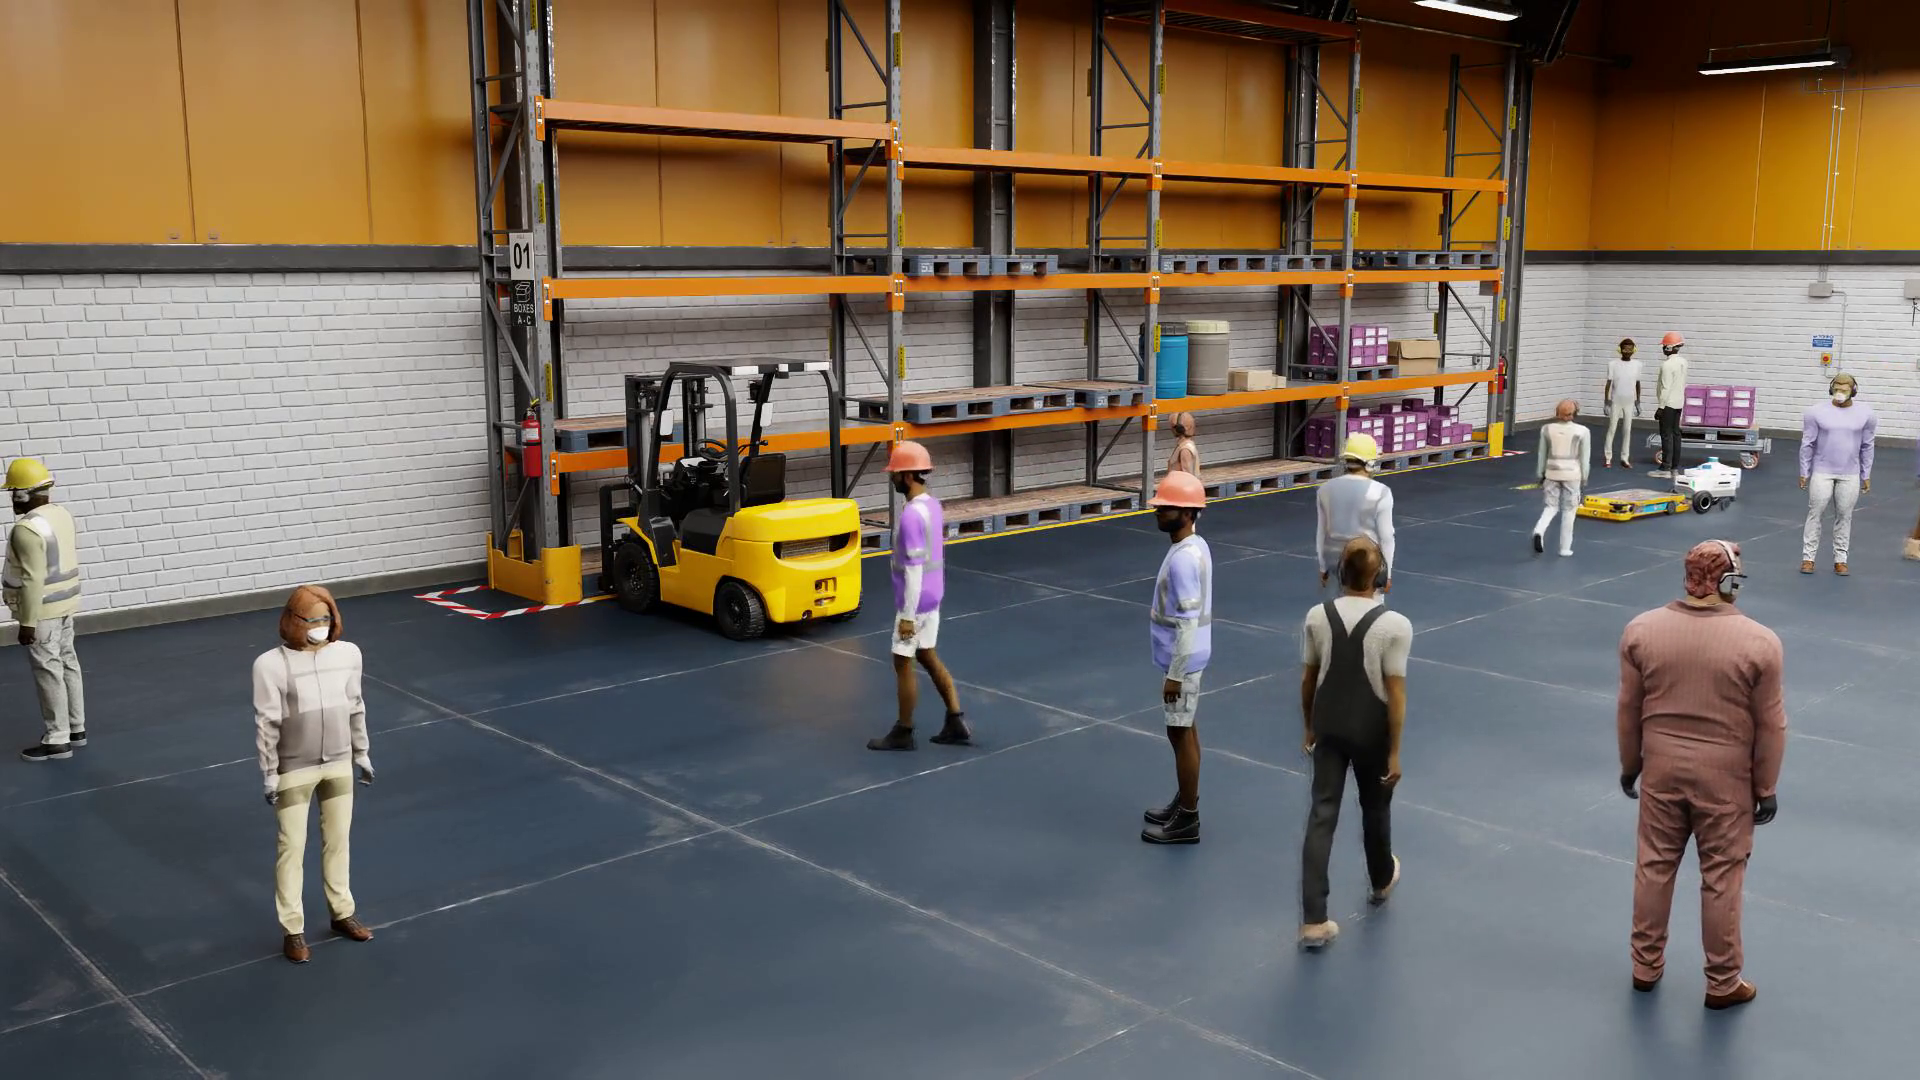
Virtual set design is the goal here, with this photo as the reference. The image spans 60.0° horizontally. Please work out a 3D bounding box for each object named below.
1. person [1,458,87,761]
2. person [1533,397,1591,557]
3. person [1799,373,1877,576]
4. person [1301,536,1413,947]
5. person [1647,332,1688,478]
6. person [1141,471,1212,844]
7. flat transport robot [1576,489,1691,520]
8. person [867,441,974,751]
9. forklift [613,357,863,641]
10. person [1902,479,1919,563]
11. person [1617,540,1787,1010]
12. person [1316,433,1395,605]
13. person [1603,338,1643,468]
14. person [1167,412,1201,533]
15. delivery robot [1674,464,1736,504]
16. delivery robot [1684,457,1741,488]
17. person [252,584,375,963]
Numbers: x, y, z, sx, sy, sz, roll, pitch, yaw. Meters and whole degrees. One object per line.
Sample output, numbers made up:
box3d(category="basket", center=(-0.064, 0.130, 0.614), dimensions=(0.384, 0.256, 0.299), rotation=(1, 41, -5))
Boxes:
box3d(category="person", center=(-5.558, 0.414, 10.072), dimensions=(0.404, 1.828, 0.603), rotation=(-1, 10, -7))
box3d(category="person", center=(6.036, -0.615, 16.699), dimensions=(0.518, 1.626, 0.526), rotation=(9, 13, 42))
box3d(category="person", center=(8.337, -0.625, 15.842), dimensions=(0.635, 1.936, 0.350), rotation=(4, 10, 20))
box3d(category="person", center=(1.773, 0.874, 7.496), dimensions=(0.525, 1.788, 1.024), rotation=(6, 11, 32))
box3d(category="person", center=(9.742, -1.852, 22.854), dimensions=(0.611, 1.996, 0.379), rotation=(-9, 13, -43))
box3d(category="person", center=(1.120, 0.606, 8.619), dimensions=(0.349, 1.940, 0.551), rotation=(2, 10, 11))
box3d(category="flat transport robot", center=(7.896, -0.427, 19.556), dimensions=(1.431, 0.197, 0.652), rotation=(-7, 12, -35))
box3d(category="person", center=(-0.248, 0.359, 10.172), dimensions=(0.519, 1.947, 0.555), rotation=(2, 10, 13))
box3d(category="forklift", center=(-1.847, -0.414, 13.852), dimensions=(1.214, 2.155, 2.313), rotation=(-9, 13, -42))
box3d(category="person", center=(9.684, -0.696, 16.130), dimensions=(0.623, 1.983, 1.029), rotation=(-5, 11, -25))
box3d(category="person", center=(3.010, 0.943, 6.768), dimensions=(0.637, 1.904, 0.403), rotation=(8, 13, 41))
box3d(category="person", center=(2.725, 0.168, 11.572), dimensions=(0.592, 1.816, 0.546), rotation=(10, 14, 44))
box3d(category="person", center=(9.516, -1.961, 23.878), dimensions=(0.533, 1.864, 0.310), rotation=(1, 10, 6))
box3d(category="person", center=(2.024, -0.343, 15.066), dimensions=(0.312, 1.636, 0.518), rotation=(1, 10, 7))
box3d(category="delivery robot", center=(8.906, -0.668, 19.861), dimensions=(0.707, 0.478, 0.477), rotation=(-4, 10, -21))
box3d(category="delivery robot", center=(9.282, -0.779, 20.511), dimensions=(0.707, 0.478, 0.477), rotation=(-5, 11, -26))
box3d(category="person", center=(-2.804, 0.995, 7.244), dimensions=(0.280, 1.632, 0.498), rotation=(9, 13, 42))
